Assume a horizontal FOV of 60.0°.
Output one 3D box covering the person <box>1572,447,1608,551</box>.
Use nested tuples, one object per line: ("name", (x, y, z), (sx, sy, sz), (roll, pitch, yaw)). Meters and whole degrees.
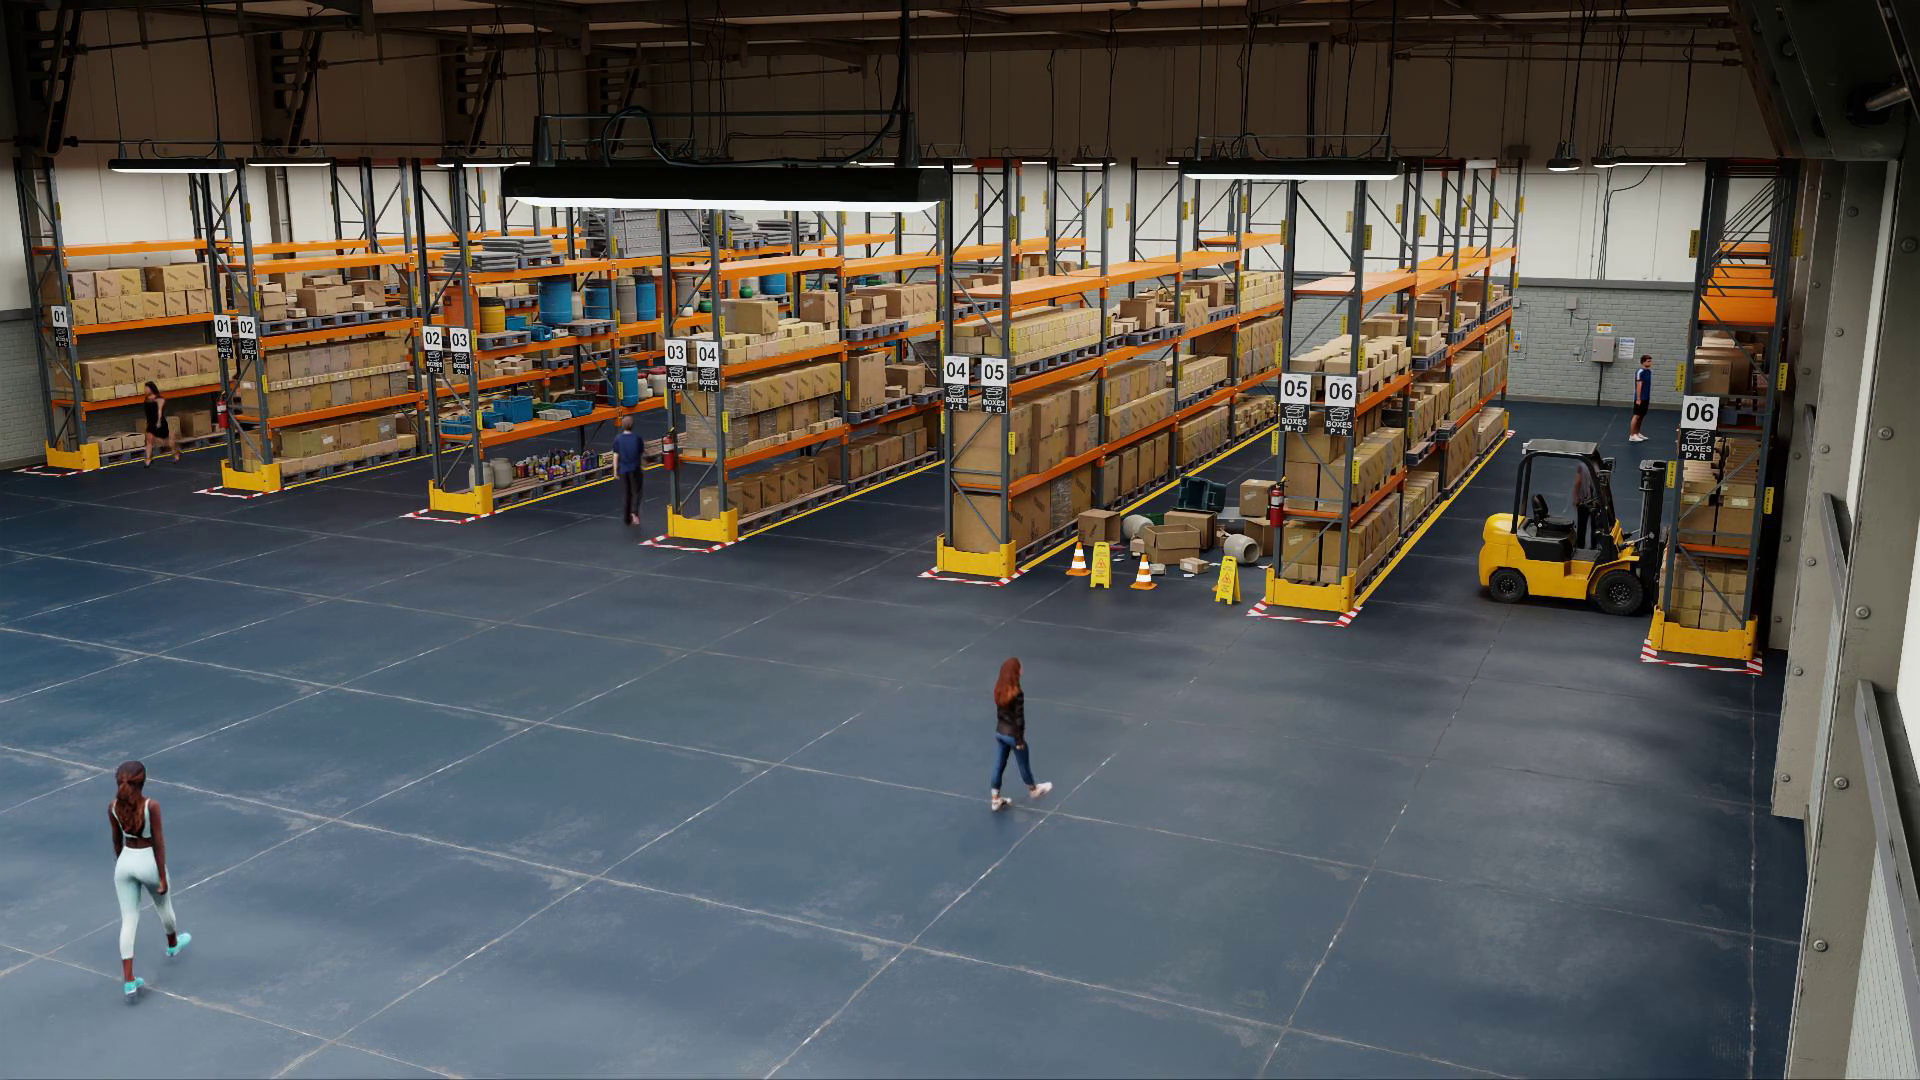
("person", (9.617, -0.575, 25.408), (0.641, 1.732, 0.896), (6, 14, 25))

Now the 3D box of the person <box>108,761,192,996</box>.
("person", (-6.067, 2.503, 12.236), (0.930, 1.678, 1.216), (0, 13, -1))

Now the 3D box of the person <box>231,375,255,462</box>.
("person", (-14.428, -2.460, 33.525), (0.773, 1.743, 0.842), (-1, 13, -5))

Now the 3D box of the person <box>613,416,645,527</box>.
("person", (-5.425, -1.096, 27.397), (0.889, 1.851, 0.992), (-2, 13, -7))

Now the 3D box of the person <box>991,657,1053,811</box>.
("person", (0.419, 1.835, 15.604), (0.969, 1.460, 0.801), (-11, 17, -40))

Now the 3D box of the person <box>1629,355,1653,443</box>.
("person", (14.727, -3.077, 35.920), (0.792, 1.865, 0.632), (12, 18, 43))

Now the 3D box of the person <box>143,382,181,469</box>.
("person", (-15.784, -2.271, 32.860), (0.632, 1.674, 1.042), (6, 14, 24))
